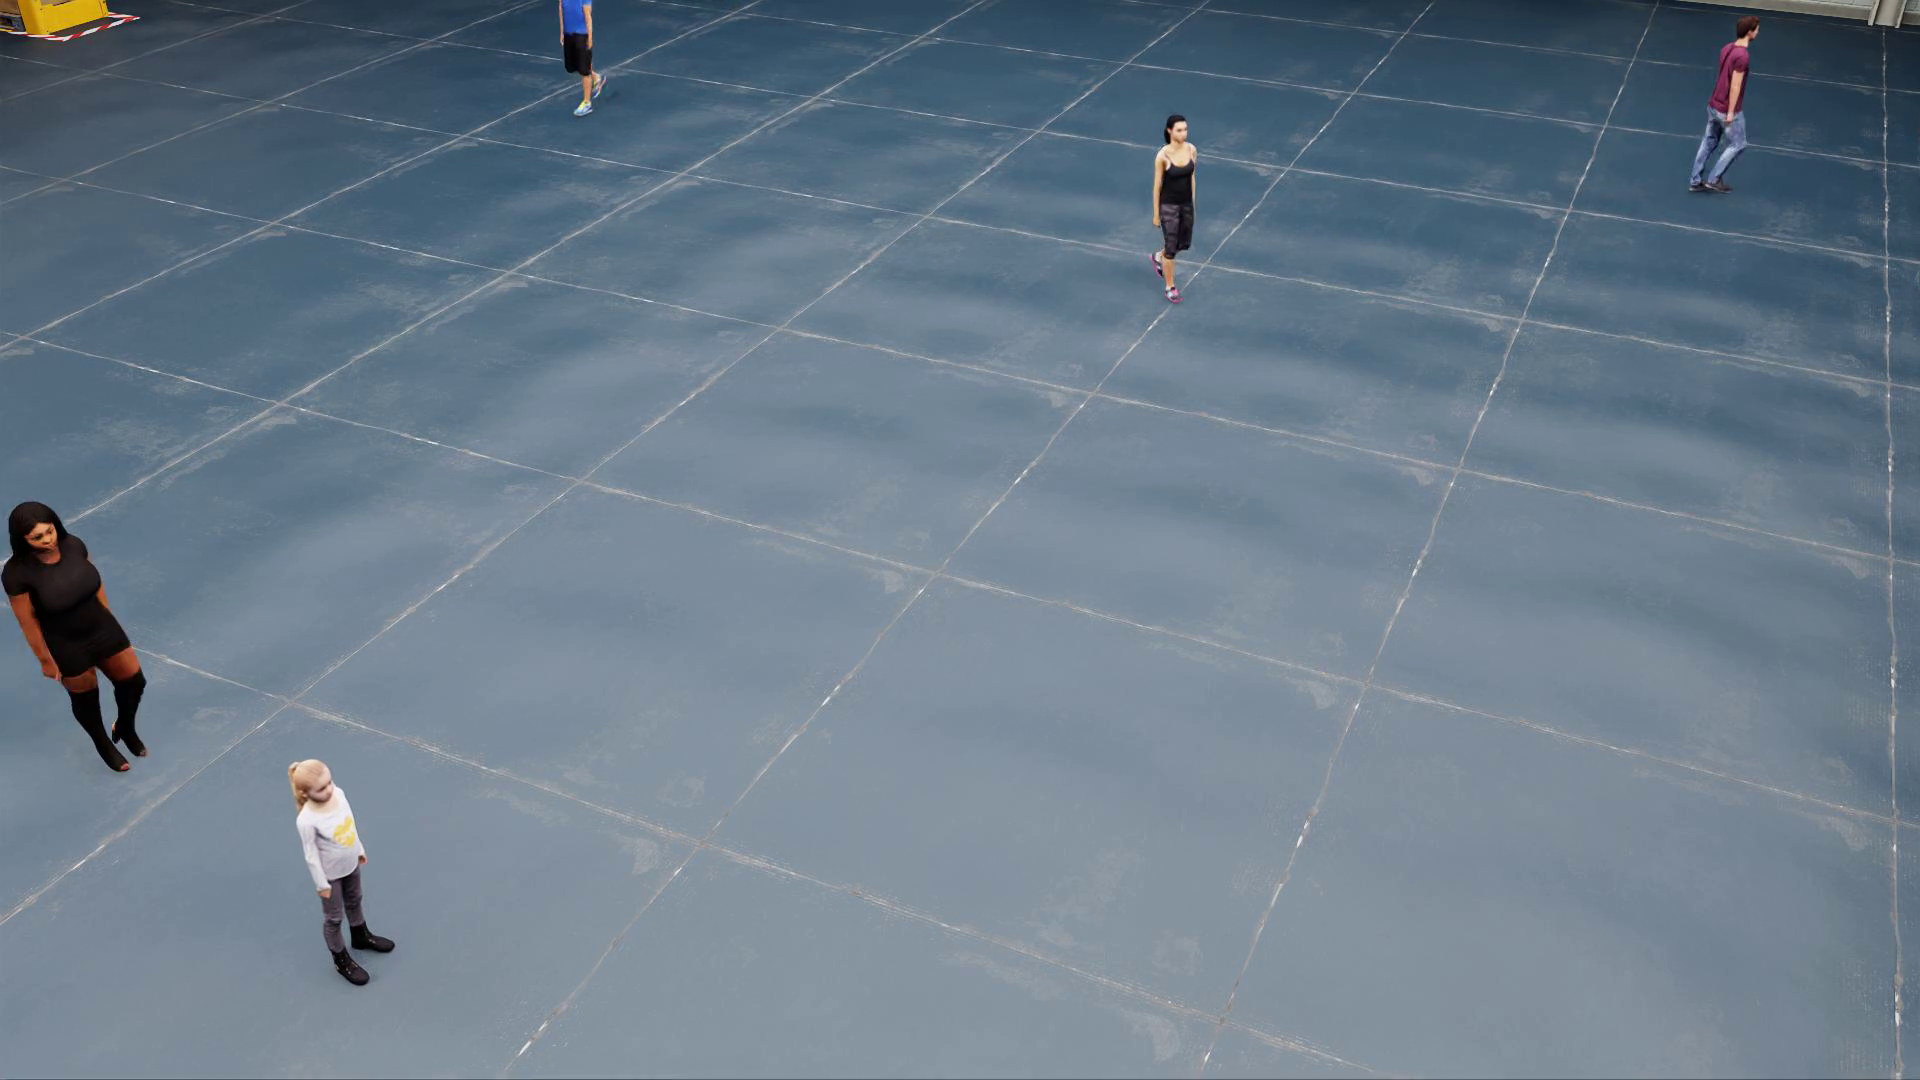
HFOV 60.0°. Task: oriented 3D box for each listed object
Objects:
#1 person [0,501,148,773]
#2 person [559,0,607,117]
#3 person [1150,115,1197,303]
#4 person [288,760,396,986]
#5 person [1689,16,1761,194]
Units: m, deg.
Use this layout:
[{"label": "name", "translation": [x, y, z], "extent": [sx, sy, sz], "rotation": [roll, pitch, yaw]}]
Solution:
[{"label": "person", "translation": [-4.995, 0.539, 9.313], "extent": [0.680, 1.837, 0.701], "rotation": [19, 37, 27]}, {"label": "person", "translation": [-4.468, -6.013, 19.683], "extent": [0.888, 1.855, 0.723], "rotation": [17, 36, 25]}, {"label": "person", "translation": [1.903, -3.036, 15.094], "extent": [0.837, 1.716, 0.914], "rotation": [-14, 35, -21]}, {"label": "person", "translation": [-3.072, 1.594, 8.164], "extent": [0.521, 1.279, 0.512], "rotation": [10, 34, 15]}, {"label": "person", "translation": [7.896, -4.510, 17.318], "extent": [0.821, 1.835, 0.816], "rotation": [-2, 32, -2]}]
